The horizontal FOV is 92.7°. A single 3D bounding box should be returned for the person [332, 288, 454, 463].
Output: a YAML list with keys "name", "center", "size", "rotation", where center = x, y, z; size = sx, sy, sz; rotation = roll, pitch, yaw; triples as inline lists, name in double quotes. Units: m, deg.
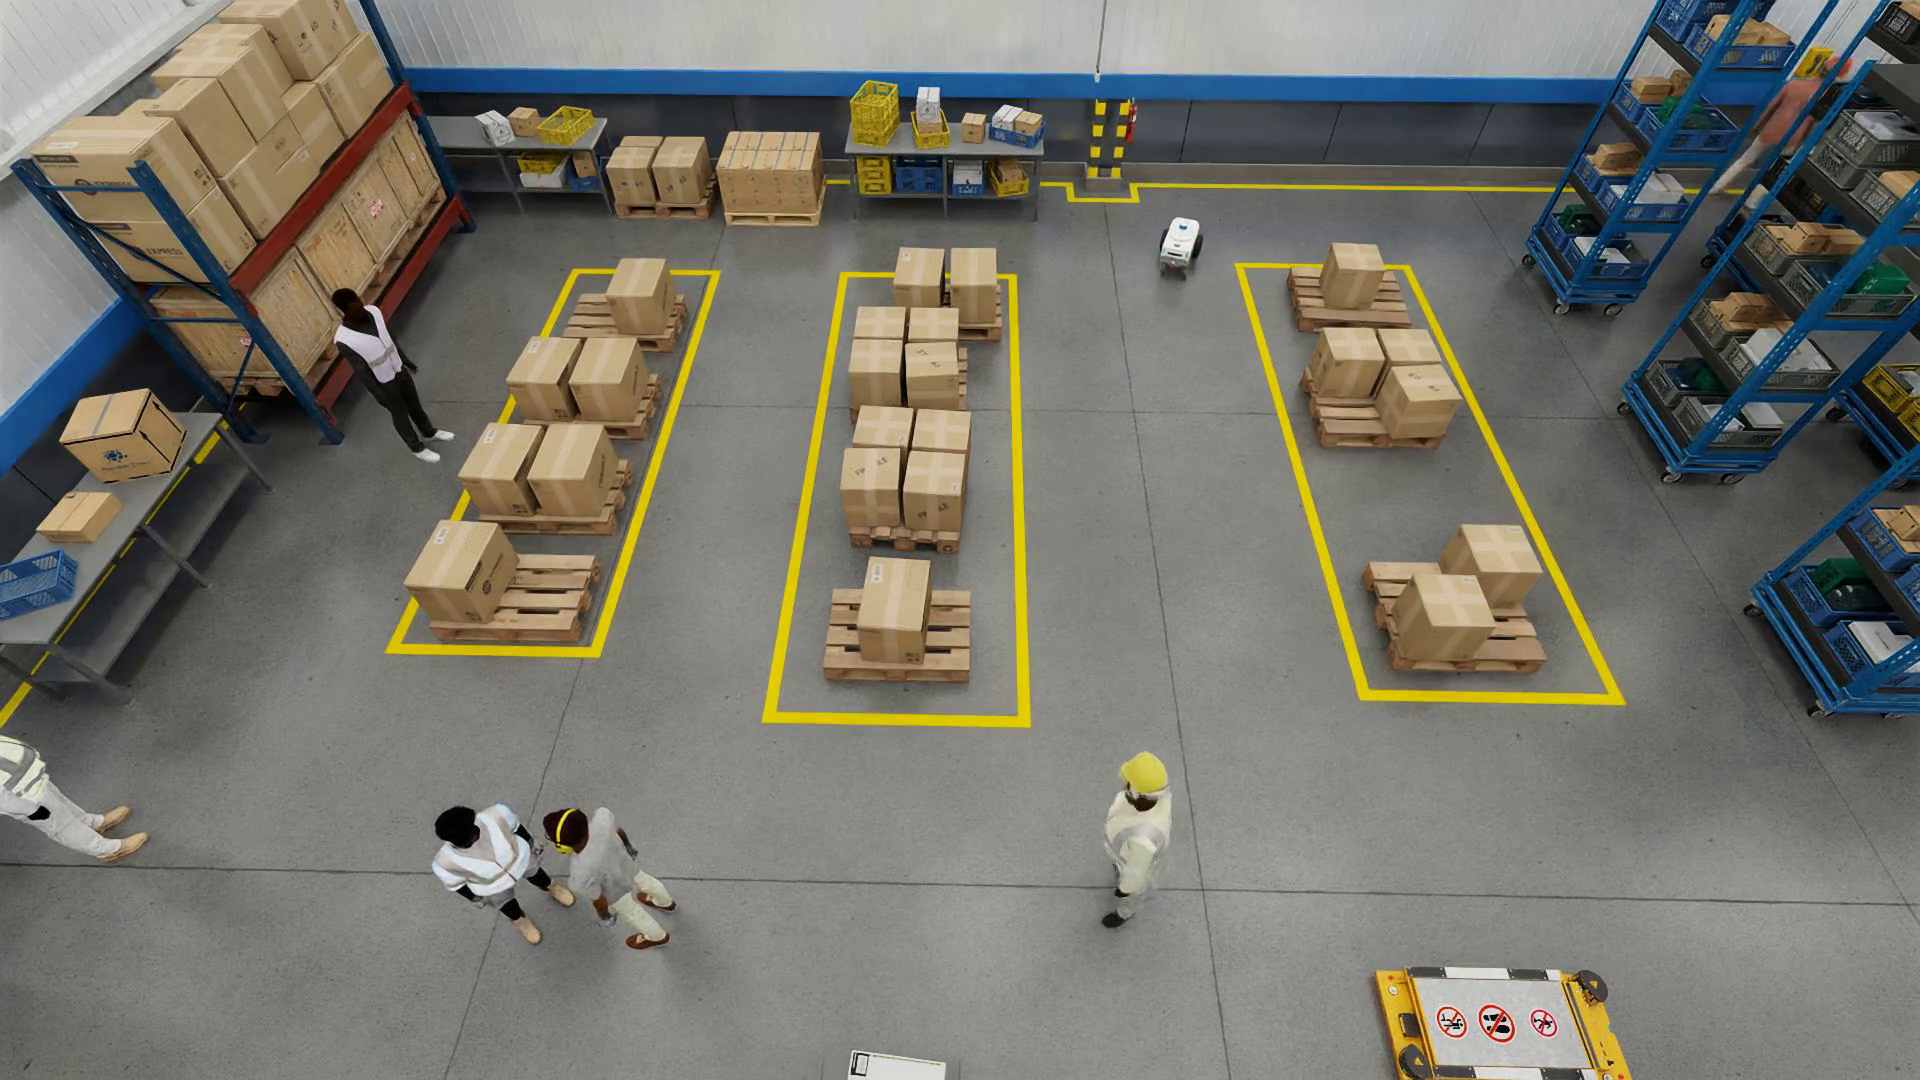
- name: "person"
  center: [-5.429, -1.564, 8.689]
  size: [0.373, 1.914, 0.597]
  rotation: [4, 51, 3]

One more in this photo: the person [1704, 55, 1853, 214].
- name: "person"
  center: [10.329, -5.107, 11.555]
  size: [0.442, 1.957, 0.651]
  rotation: [-29, 57, -22]

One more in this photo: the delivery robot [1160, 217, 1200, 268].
- name: "delivery robot"
  center: [2.693, -3.655, 11.207]
  size: [0.477, 0.478, 0.707]
  rotation: [16, 53, 13]

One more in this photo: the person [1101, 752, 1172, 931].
- name: "person"
  center: [1.110, 1.962, 5.900]
  size: [0.408, 1.794, 0.649]
  rotation: [11, 52, 9]

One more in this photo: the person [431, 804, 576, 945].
- name: "person"
  center: [-2.915, 2.097, 5.842]
  size: [0.319, 1.698, 0.538]
  rotation: [28, 56, 21]

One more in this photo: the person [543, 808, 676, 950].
- name: "person"
  center: [-2.162, 2.122, 5.714]
  size: [0.327, 1.871, 0.514]
  rotation: [4, 51, 3]

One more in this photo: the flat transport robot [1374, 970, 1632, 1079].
- name: "flat transport robot"
  center: [3.501, 3.133, 5.914]
  size: [1.431, 0.197, 0.652]
  rotation: [1, 51, 1]

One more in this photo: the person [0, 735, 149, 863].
- name: "person"
  center: [-6.299, 1.634, 6.130]
  size: [0.621, 1.845, 0.429]
  rotation: [34, 58, 25]
